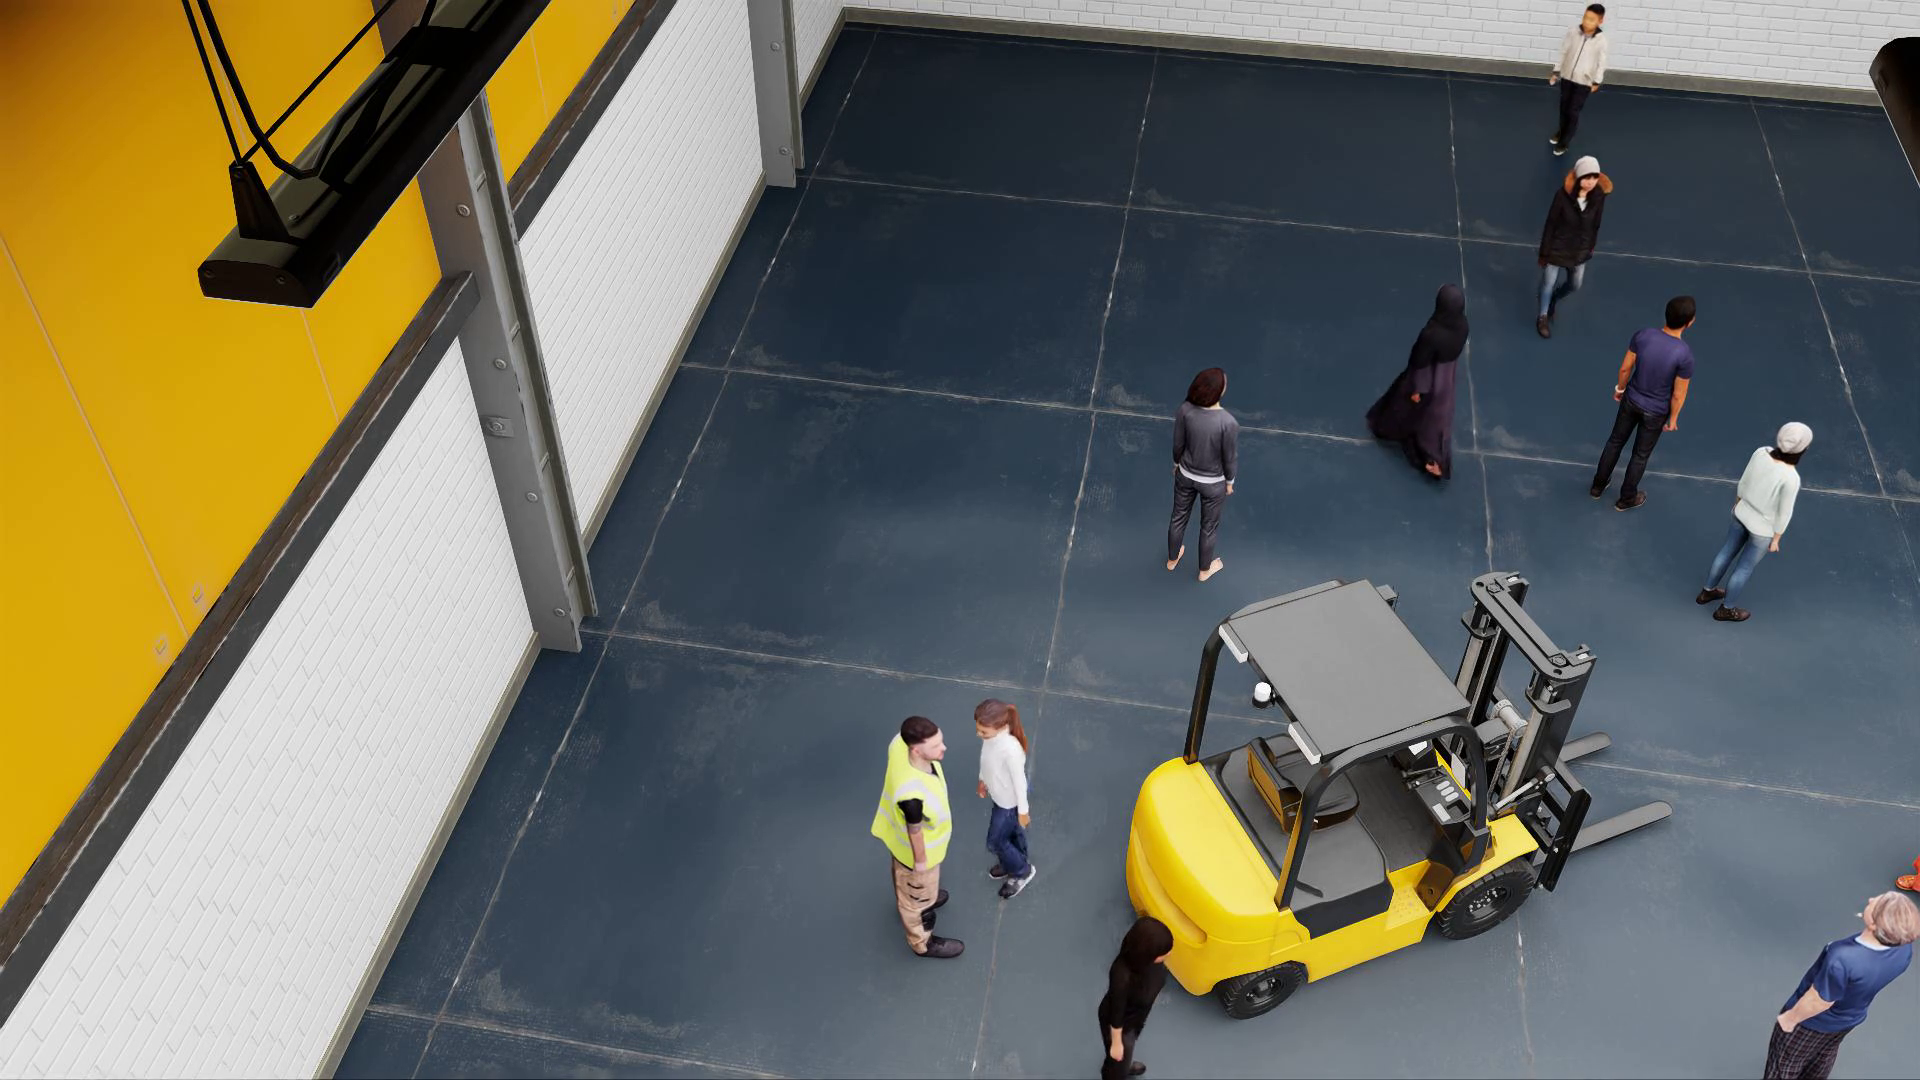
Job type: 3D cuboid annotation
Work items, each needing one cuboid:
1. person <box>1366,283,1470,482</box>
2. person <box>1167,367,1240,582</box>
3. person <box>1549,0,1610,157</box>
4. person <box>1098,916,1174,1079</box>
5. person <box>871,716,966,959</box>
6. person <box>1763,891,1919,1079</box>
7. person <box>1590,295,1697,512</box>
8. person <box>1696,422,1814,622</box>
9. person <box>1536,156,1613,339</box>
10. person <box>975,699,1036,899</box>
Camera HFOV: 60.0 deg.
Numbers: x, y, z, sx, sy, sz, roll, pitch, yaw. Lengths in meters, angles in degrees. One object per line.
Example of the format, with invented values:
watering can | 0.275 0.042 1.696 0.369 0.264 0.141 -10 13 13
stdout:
person | 3.502 -1.150 12.173 1.035 1.605 1.186 -19 47 -19
person | 1.647 -0.445 11.314 0.675 1.768 0.642 21 48 21
person | 5.867 -4.400 15.704 0.810 1.439 0.747 -33 53 -30
person | 0.830 2.385 8.440 0.731 1.635 0.618 21 47 21
person | -0.225 1.601 9.111 0.857 1.845 0.769 -6 44 -6
person | 4.340 2.342 8.313 0.739 1.872 0.731 -15 46 -15
person | 4.882 -0.976 11.854 0.733 1.791 0.716 -33 53 -30
person | 5.314 -0.138 11.082 0.701 1.644 0.577 -13 45 -14
person | 4.901 -2.418 13.485 0.687 1.629 0.686 -2 44 -2
person | 0.338 1.419 9.524 0.735 1.538 0.654 -21 47 -20
